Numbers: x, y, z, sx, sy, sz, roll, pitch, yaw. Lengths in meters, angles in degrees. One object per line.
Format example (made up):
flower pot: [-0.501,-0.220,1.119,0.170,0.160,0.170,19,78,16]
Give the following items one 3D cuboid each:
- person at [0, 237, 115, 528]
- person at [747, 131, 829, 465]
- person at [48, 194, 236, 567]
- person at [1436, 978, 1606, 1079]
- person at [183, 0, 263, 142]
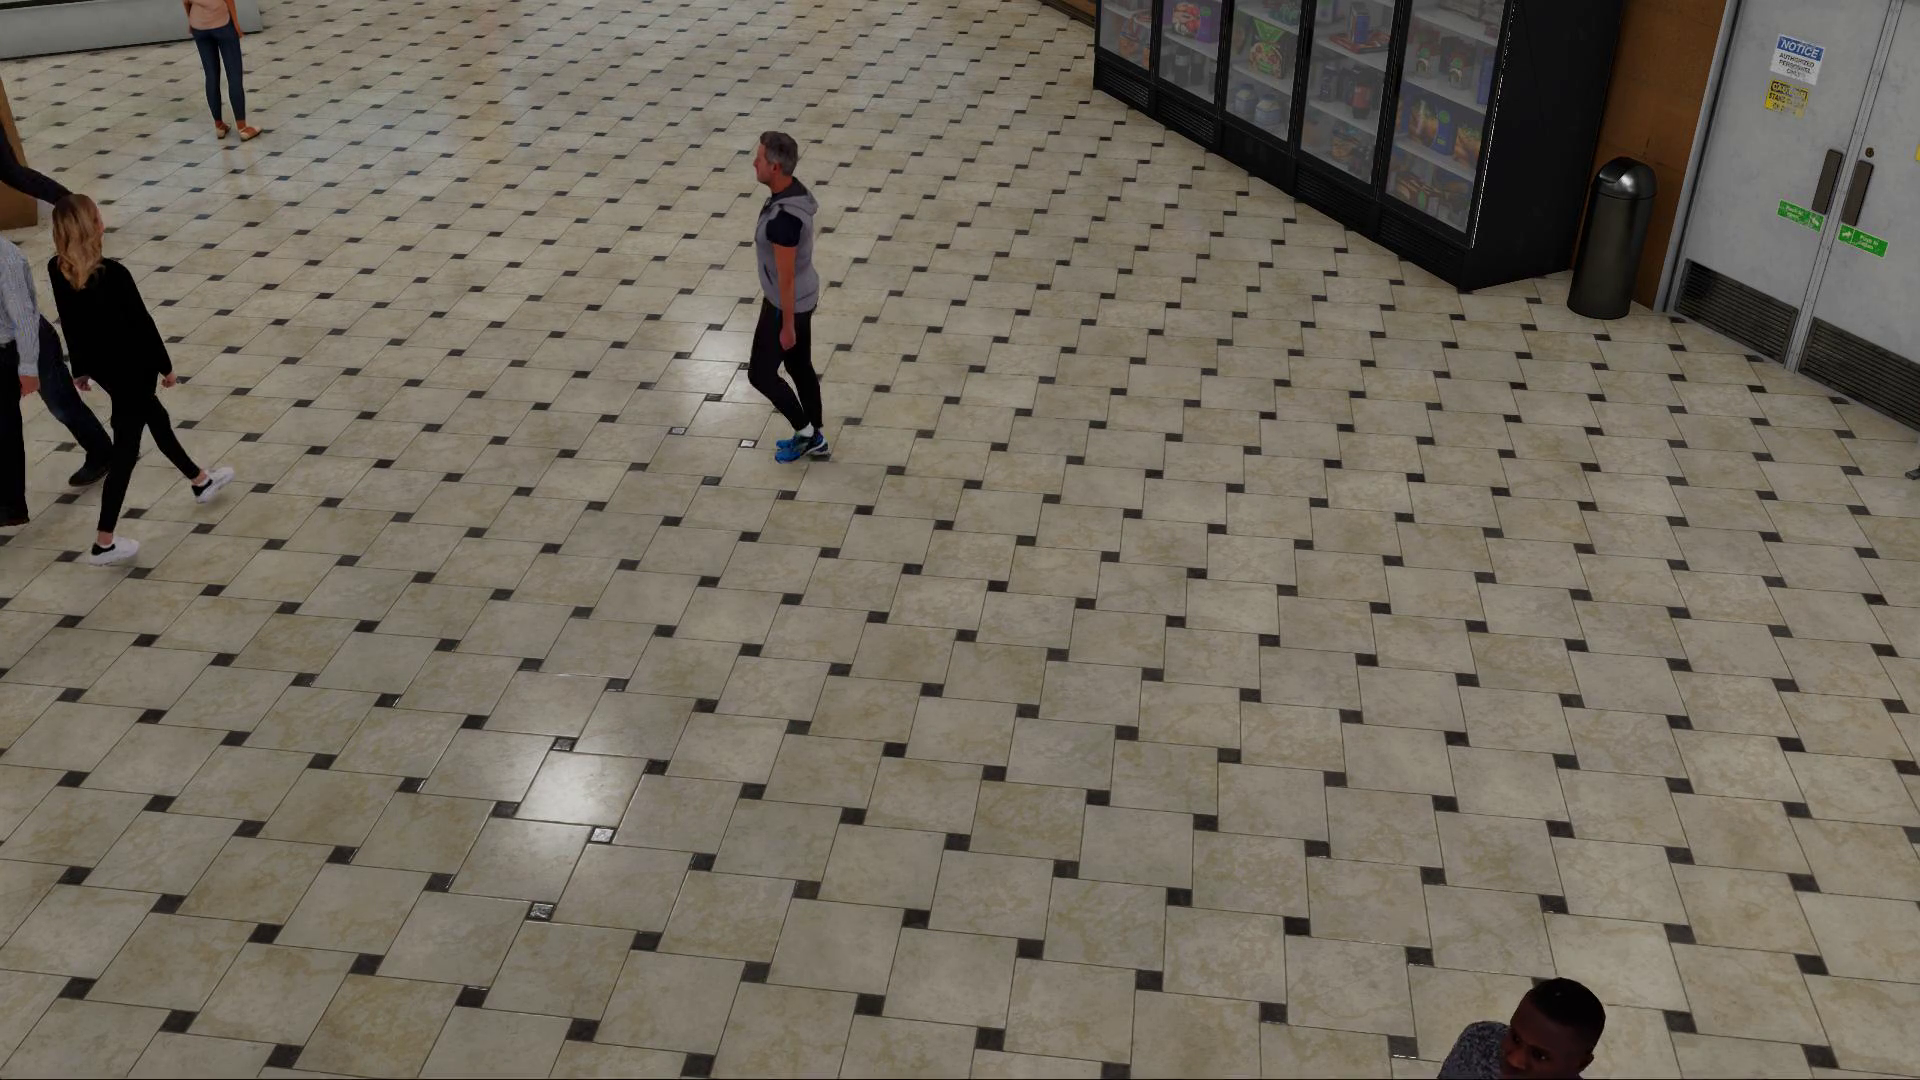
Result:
person: [-4.643,-0.970,8.285,1.147,1.762,1.192,14,35,21]
person: [-0.789,-1.216,8.630,0.793,1.815,0.814,0,32,-1]
person: [-4.026,-0.706,7.873,1.151,1.749,1.235,11,34,18]
person: [1.345,1.685,3.953,0.855,1.829,0.796,-22,38,-31]
person: [-5.989,-4.119,13.326,0.679,1.783,0.763,5,32,8]
